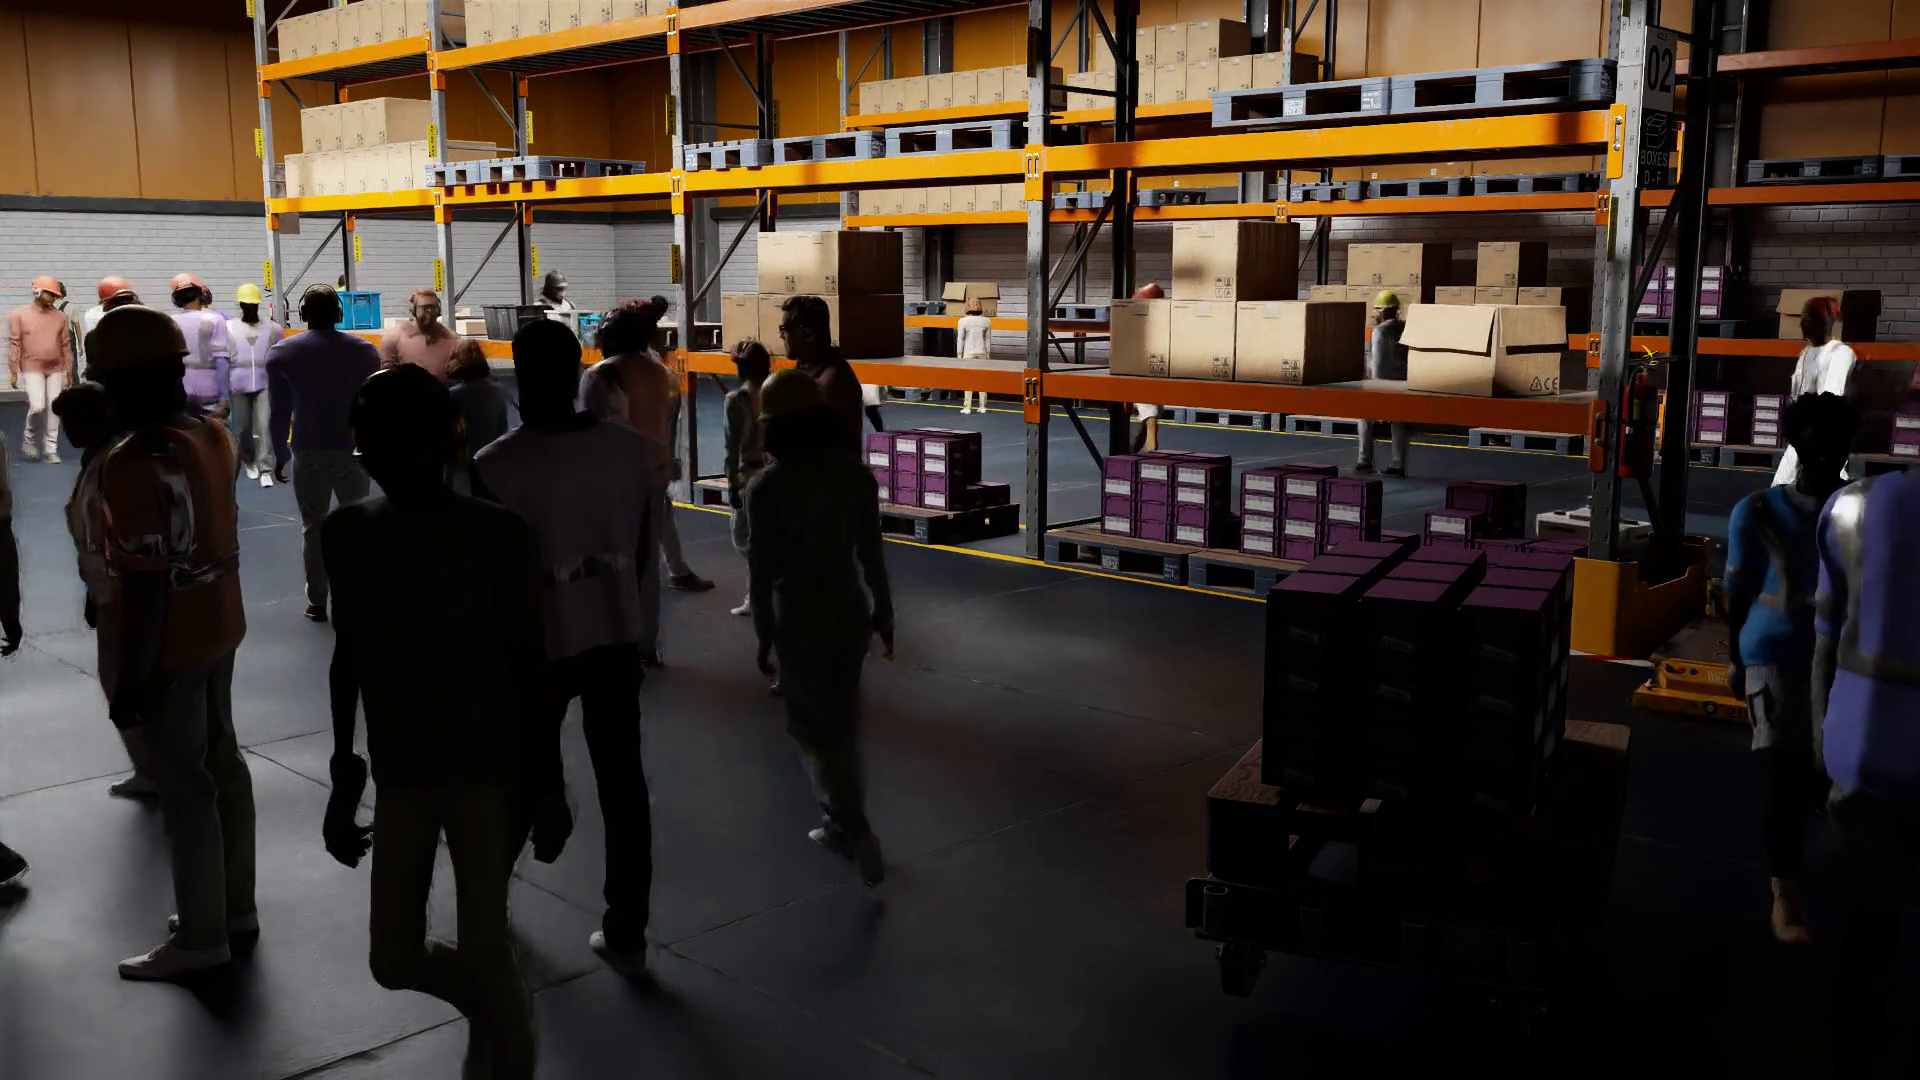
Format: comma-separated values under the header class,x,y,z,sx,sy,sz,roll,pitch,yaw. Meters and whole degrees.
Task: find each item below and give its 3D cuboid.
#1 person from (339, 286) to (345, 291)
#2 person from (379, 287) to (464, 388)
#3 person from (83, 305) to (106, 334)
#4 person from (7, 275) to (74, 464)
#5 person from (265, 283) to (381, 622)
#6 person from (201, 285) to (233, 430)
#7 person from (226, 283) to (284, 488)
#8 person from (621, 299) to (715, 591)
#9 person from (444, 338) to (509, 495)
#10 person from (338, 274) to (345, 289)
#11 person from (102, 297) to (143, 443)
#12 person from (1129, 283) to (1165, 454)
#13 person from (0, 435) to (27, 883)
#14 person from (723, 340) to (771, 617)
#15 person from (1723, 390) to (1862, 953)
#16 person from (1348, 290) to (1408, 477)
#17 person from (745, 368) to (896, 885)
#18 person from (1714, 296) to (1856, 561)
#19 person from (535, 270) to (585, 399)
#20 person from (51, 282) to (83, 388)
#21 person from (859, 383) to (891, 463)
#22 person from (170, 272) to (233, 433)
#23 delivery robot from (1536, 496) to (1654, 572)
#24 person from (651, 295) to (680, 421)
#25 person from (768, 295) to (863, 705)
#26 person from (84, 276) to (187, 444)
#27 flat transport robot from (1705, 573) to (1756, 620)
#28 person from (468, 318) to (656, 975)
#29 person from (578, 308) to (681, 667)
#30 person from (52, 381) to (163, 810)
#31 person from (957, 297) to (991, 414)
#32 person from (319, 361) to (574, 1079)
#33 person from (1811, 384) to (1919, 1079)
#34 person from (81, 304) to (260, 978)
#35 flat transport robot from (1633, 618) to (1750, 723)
class,x,y,z,sx,sy,sz,roll,pitch,yaw
person,-9.084,-2.887,24.733,0.594,1.783,0.914,2,9,11
person,-4.062,-0.972,12.636,0.652,1.889,0.709,-6,11,-30
person,-9.189,-1.868,18.112,0.640,1.891,0.976,-7,12,-38
person,-9.516,-1.761,17.266,0.450,1.955,0.643,7,12,38
person,-3.631,-0.499,9.584,0.635,1.937,0.354,-4,10,-23
person,-8.360,-1.905,18.484,0.393,1.846,0.564,7,11,35
person,-6.655,-1.470,15.661,0.592,1.897,0.915,-4,10,-24
person,-2.040,-0.599,10.519,0.965,1.840,0.587,2,10,14
person,-2.863,-0.407,10.028,0.591,1.612,0.508,5,11,28
person,-10.078,-3.406,27.413,0.358,1.938,0.635,5,11,29
person,-6.744,-1.108,13.743,0.669,1.810,0.736,-1,9,-8
person,1.783,-1.479,15.755,0.560,1.896,0.972,-4,10,-25
person,-3.402,0.207,5.522,0.559,1.876,0.972,-9,13,-42
person,-1.097,-0.321,9.463,0.583,1.626,0.525,6,11,31
person,2.633,0.357,5.179,0.530,1.668,0.763,2,9,10
person,4.108,-1.521,16.243,0.590,1.807,0.692,-6,11,-34
person,-0.417,0.294,5.472,0.524,1.716,0.704,-6,11,-31
person,5.551,-0.671,10.938,0.978,1.830,0.578,-1,9,-4
person,-4.783,-2.196,19.677,0.759,2.000,0.687,5,11,28
person,-13.001,-2.819,24.096,0.514,1.842,0.328,-3,10,-20
person,-0.969,-1.696,16.899,0.633,1.946,0.608,4,10,21
person,-6.139,-1.140,13.360,0.664,1.991,0.679,1,9,8
delivery robot,4.082,-0.039,10.710,0.477,0.478,0.707,-7,12,-36
person,-3.787,-2.306,21.415,0.426,1.684,0.546,-2,10,-13
person,-0.680,-0.164,7.645,0.399,1.903,0.644,-4,10,-22
person,-6.063,-0.950,12.242,0.653,1.970,0.466,-9,13,-43
flat transport robot,4.515,0.403,9.154,0.652,0.197,1.431,2,9,12
person,-1.221,0.286,4.961,0.599,1.868,1.003,-7,12,-38
person,-1.712,-0.255,8.449,0.497,1.822,0.644,7,12,38
person,-3.080,0.226,6.152,0.323,1.610,0.673,-7,12,-39
person,0.201,-2.579,23.299,0.498,1.625,0.280,-3,10,-18
person,-1.123,0.519,3.676,0.564,1.835,0.543,1,9,7
person,2.106,0.487,3.586,0.433,1.917,0.559,-7,12,-38
person,-2.266,0.291,4.786,0.370,1.924,0.586,0,9,-1
flat transport robot,3.716,0.604,7.917,0.652,0.197,1.431,6,11,34
